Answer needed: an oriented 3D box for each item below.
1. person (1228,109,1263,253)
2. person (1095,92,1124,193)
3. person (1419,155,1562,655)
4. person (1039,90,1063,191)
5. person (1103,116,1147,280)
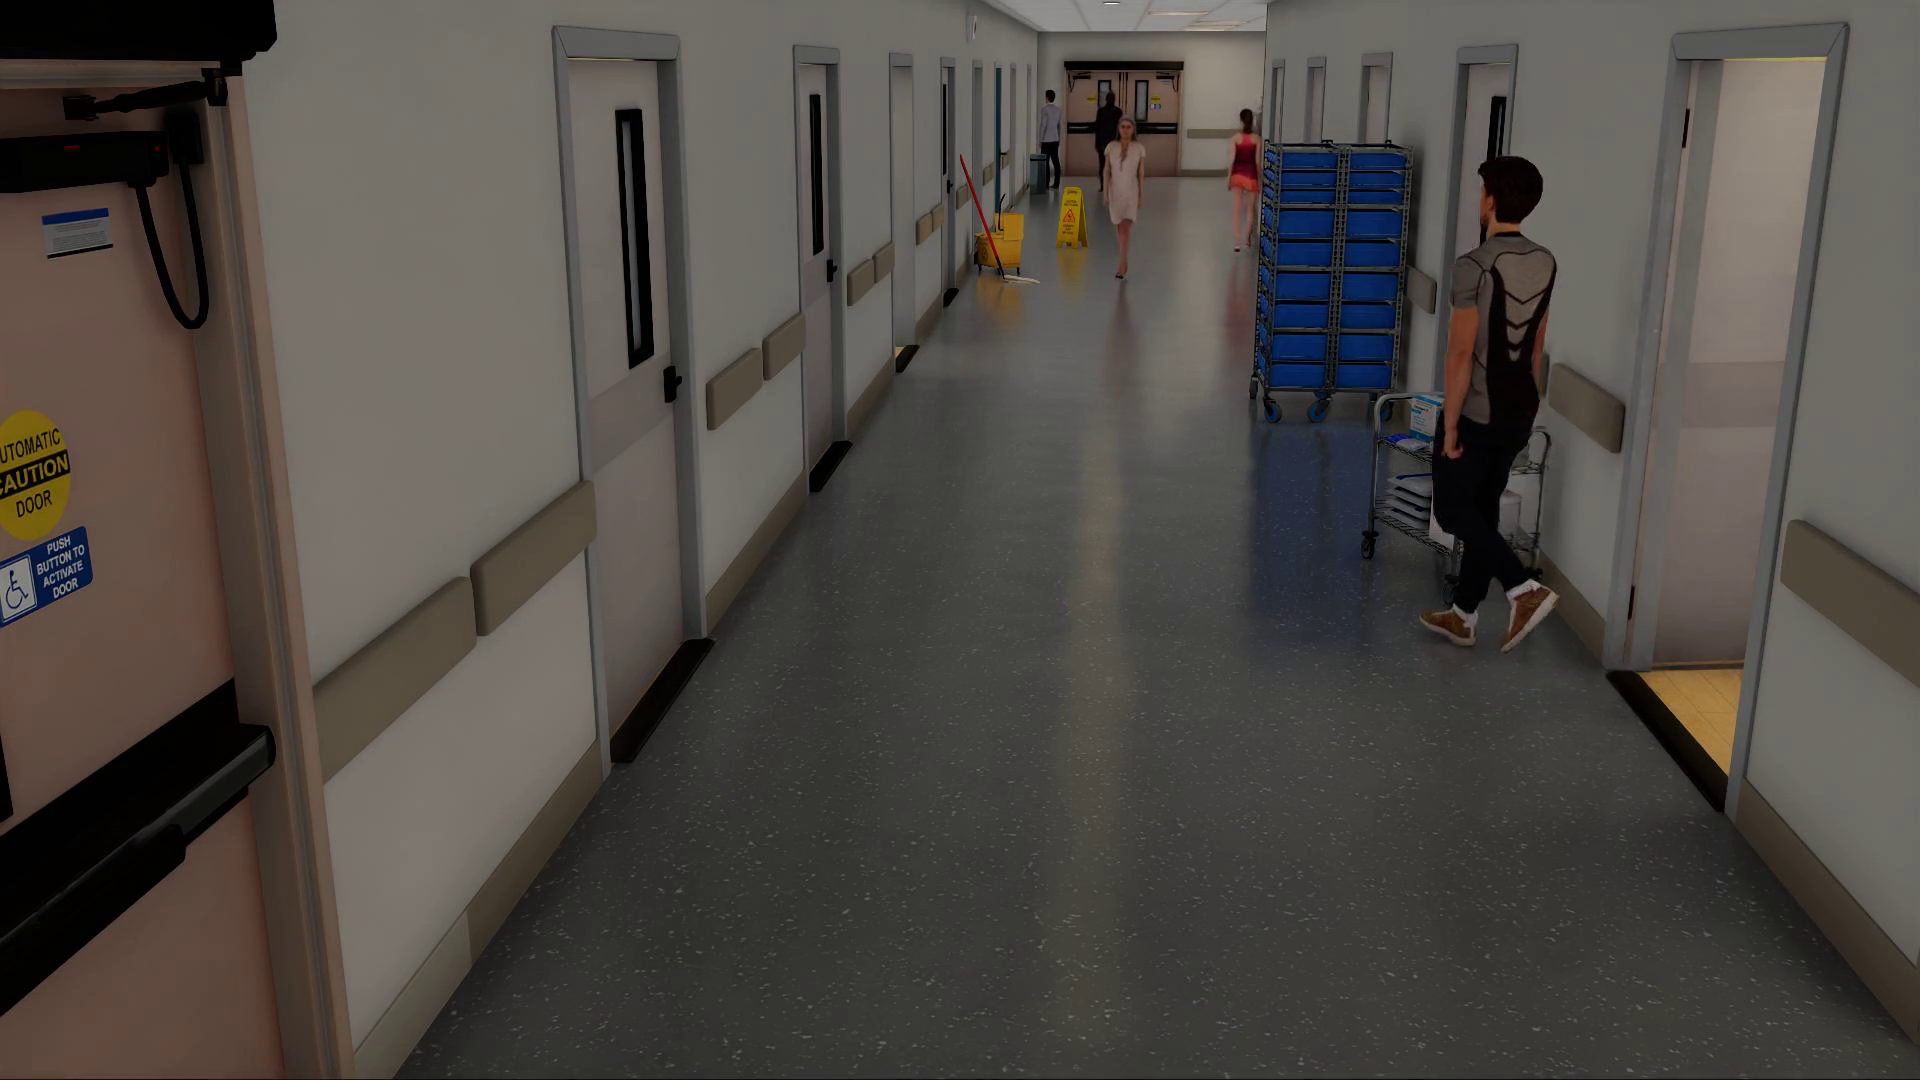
[{"bbox_3d":[3.458,-4.344,20.300,0.585,1.705,1.151,3,16,9],"label":"person"},{"bbox_3d":[2.746,-7.346,30.763,0.756,1.806,0.853,3,16,10],"label":"person"},{"bbox_3d":[2.035,-0.453,6.188,0.933,1.873,1.072,-8,18,-27],"label":"person"},{"bbox_3d":[1.721,-7.626,31.680,0.734,1.846,0.802,-13,21,-39],"label":"person"},{"bbox_3d":[1.748,-3.644,17.854,0.718,1.686,1.197,4,16,13],"label":"person"}]
